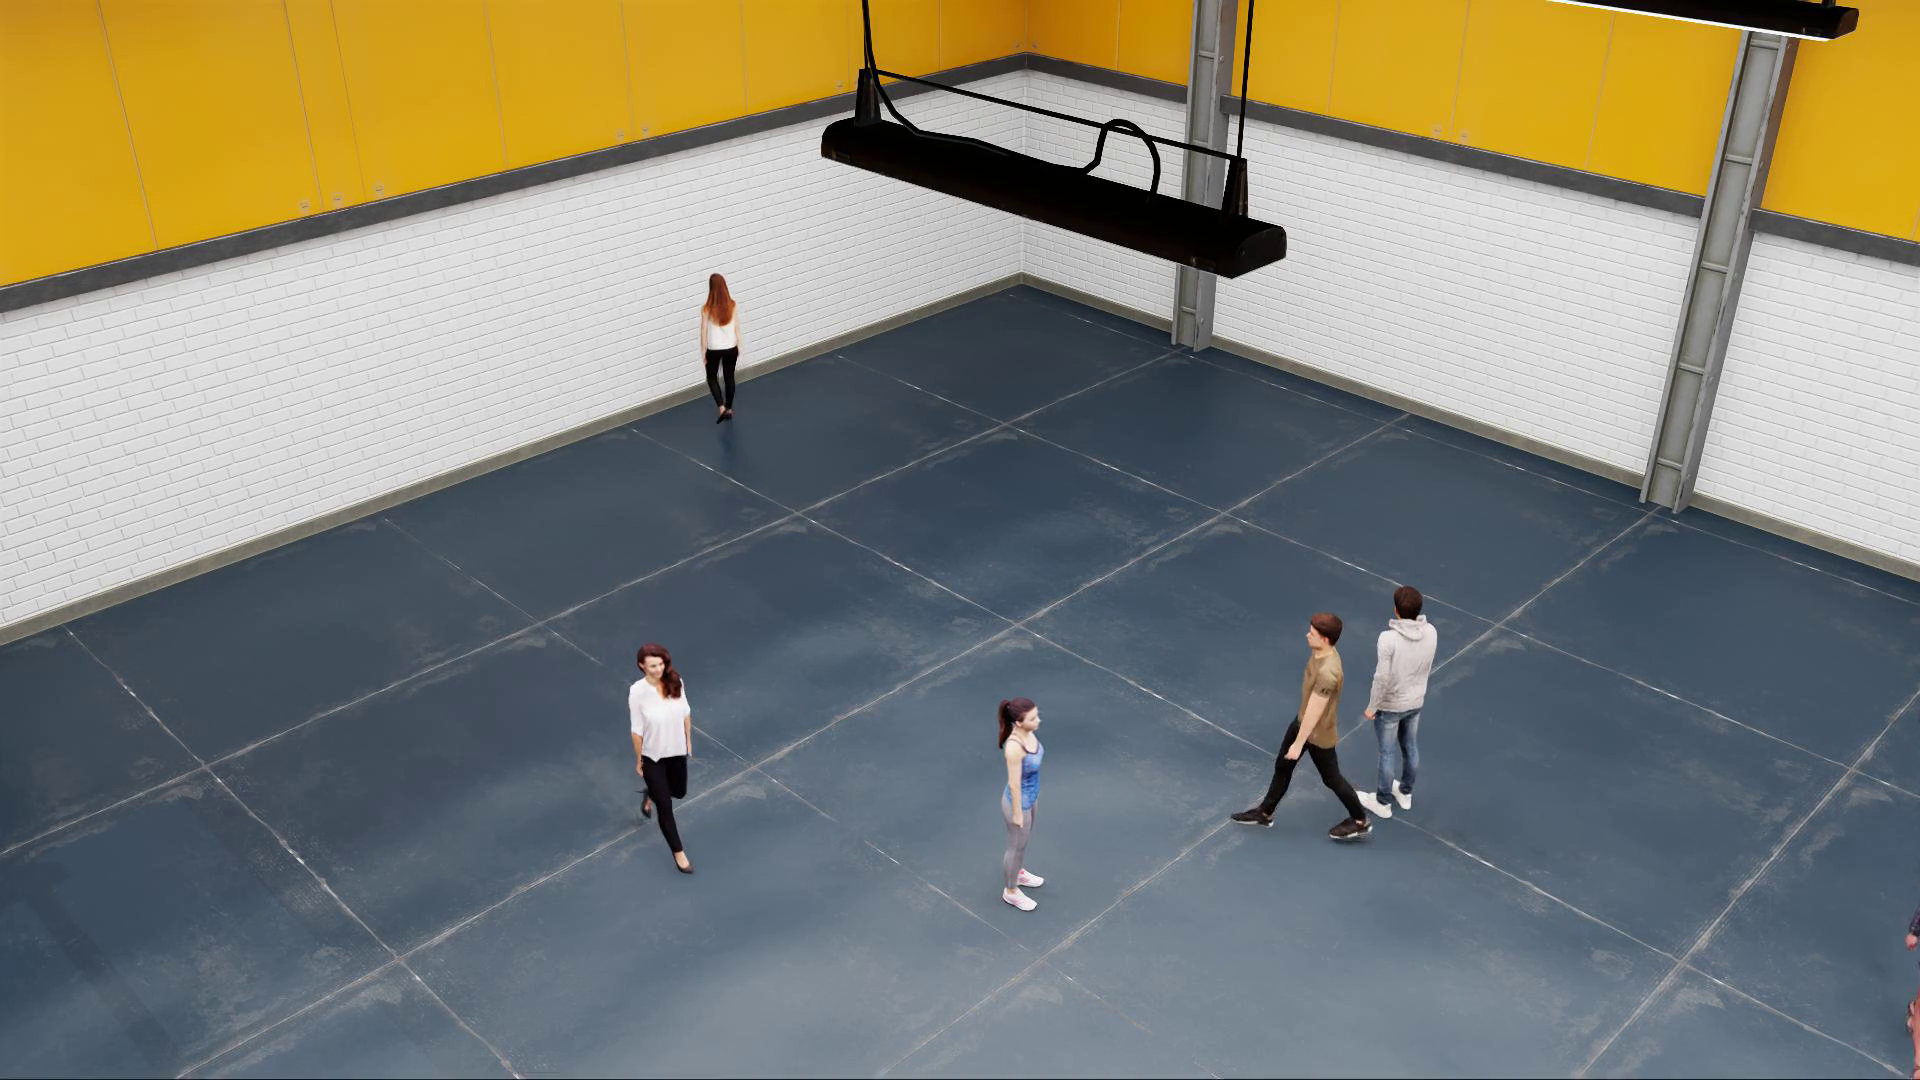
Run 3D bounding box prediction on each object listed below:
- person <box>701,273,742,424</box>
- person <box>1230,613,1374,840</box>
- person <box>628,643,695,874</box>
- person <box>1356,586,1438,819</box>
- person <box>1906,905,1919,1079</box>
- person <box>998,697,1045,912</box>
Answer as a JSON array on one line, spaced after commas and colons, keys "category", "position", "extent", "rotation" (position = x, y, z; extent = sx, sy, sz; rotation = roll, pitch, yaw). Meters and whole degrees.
[{"category": "person", "position": [-2.563, -2.042, 17.991], "extent": [0.796, 1.711, 0.932], "rotation": [-11, 30, -19]}, {"category": "person", "position": [2.586, 1.358, 11.653], "extent": [1.265, 1.811, 1.209], "rotation": [0, 29, 0]}, {"category": "person", "position": [-2.102, 1.459, 11.502], "extent": [0.643, 1.777, 0.994], "rotation": [-22, 36, -35]}, {"category": "person", "position": [3.166, 1.166, 11.963], "extent": [0.729, 1.851, 0.681], "rotation": [-14, 32, -24]}, {"category": "person", "position": [5.910, 2.391, 9.917], "extent": [1.071, 1.660, 0.997], "rotation": [9, 30, 16]}, {"category": "person", "position": [0.411, 1.740, 11.162], "extent": [0.685, 1.610, 0.655], "rotation": [7, 29, 13]}]
